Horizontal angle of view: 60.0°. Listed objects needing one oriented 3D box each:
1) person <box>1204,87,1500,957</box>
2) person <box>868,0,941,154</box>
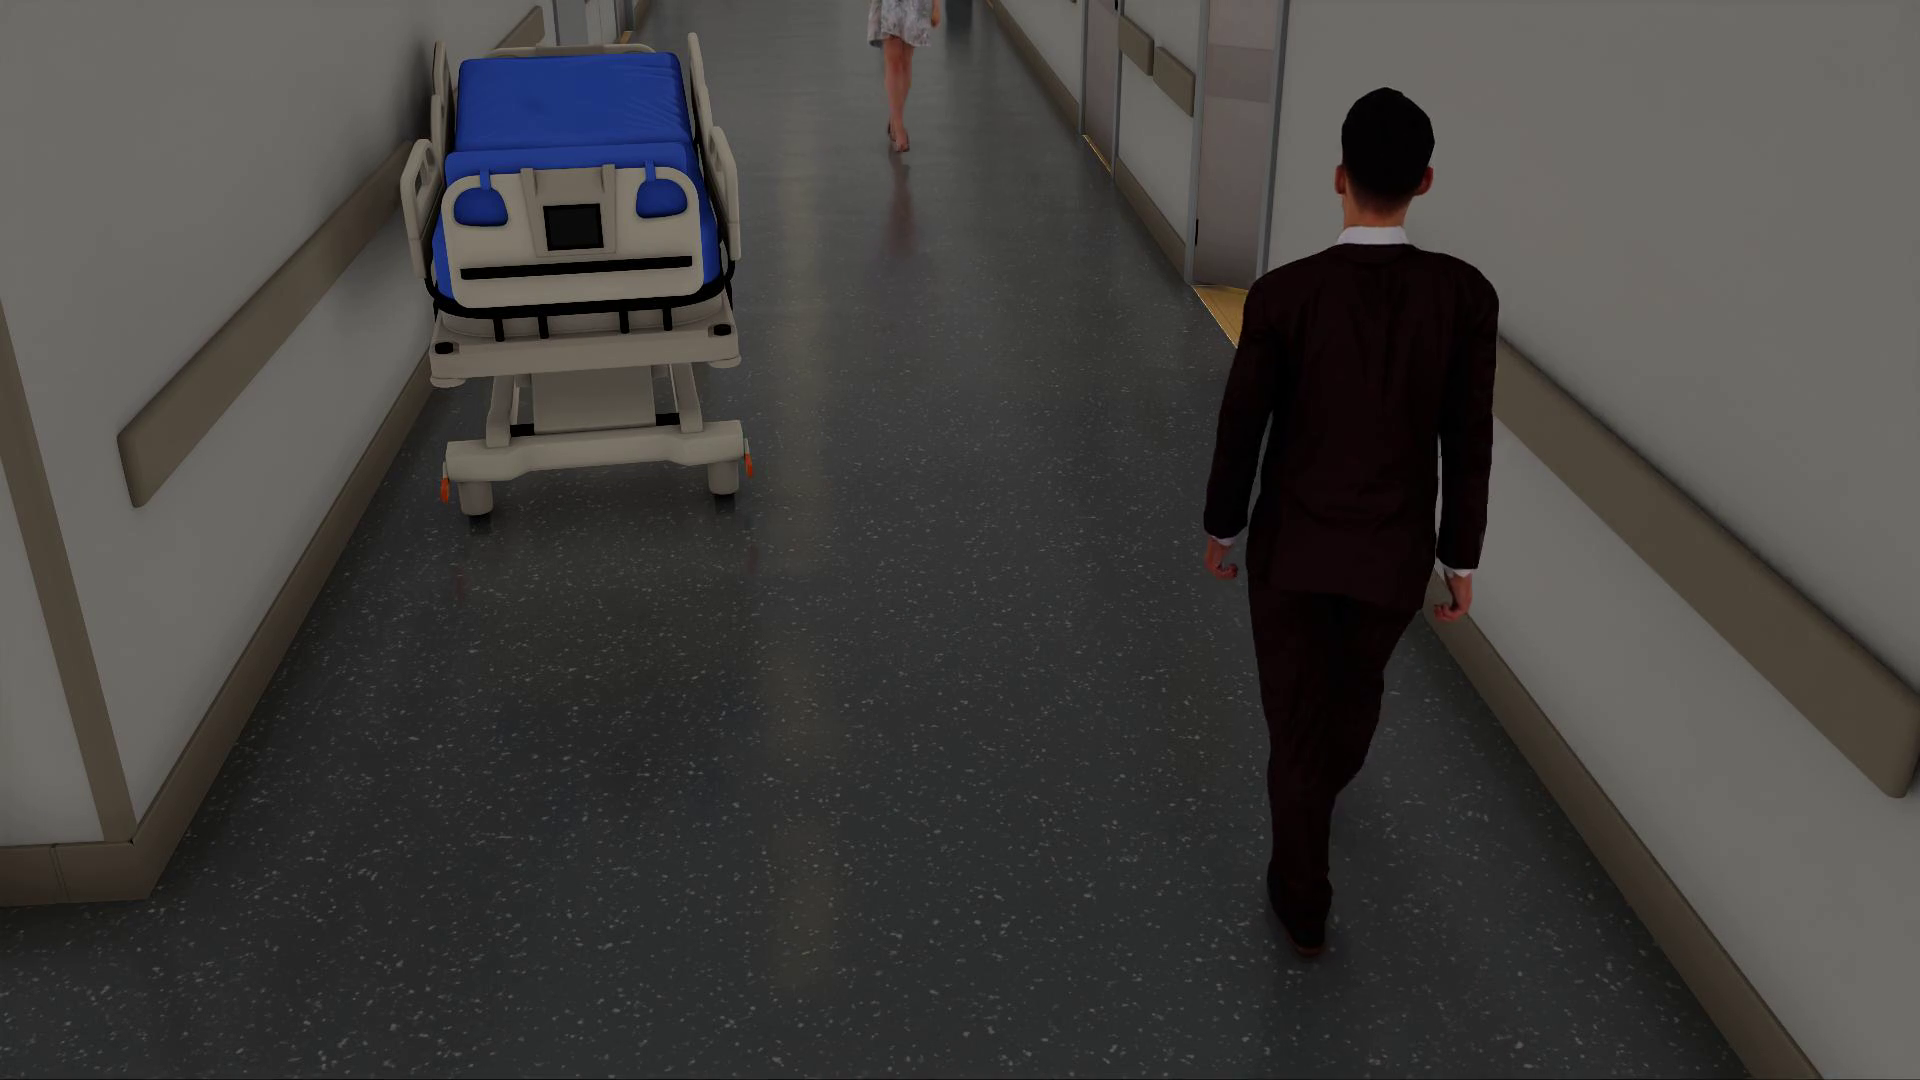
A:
[{"bbox_3d":[0.803,0.058,3.421,0.935,1.842,0.810,0,26,-1],"label":"person"},{"bbox_3d":[-0.398,-3.422,10.750,0.947,1.745,0.732,-4,26,-8],"label":"person"}]
